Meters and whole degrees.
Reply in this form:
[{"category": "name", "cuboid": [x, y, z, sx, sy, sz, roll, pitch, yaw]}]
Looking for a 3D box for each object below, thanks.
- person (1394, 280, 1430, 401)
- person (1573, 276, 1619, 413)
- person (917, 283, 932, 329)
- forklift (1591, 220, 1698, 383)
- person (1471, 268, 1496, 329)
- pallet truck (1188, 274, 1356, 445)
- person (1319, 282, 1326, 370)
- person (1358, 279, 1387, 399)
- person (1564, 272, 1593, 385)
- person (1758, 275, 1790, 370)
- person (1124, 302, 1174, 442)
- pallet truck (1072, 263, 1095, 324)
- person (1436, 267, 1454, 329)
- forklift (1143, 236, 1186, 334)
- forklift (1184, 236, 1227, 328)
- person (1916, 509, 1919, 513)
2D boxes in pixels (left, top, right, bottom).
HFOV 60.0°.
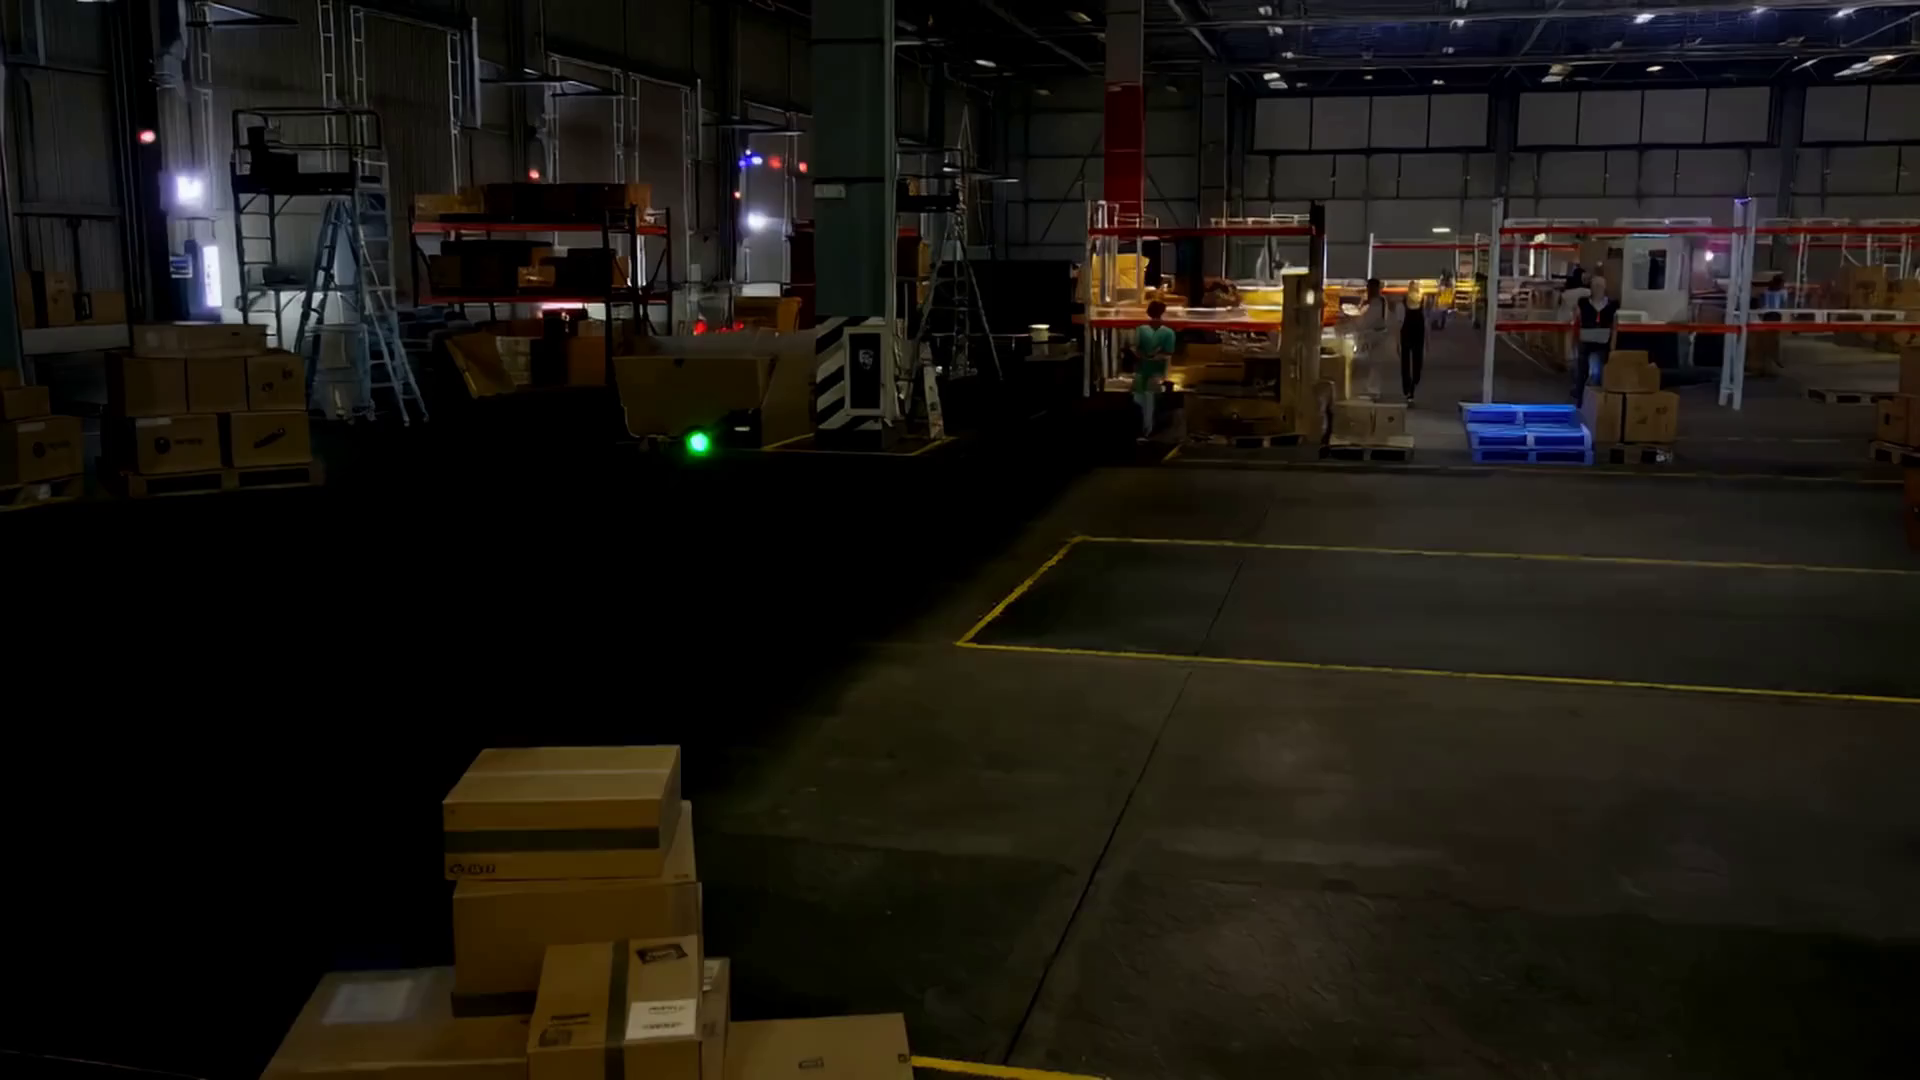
[{"category": "person", "cuboid": [6.866, -3.029, 25.296, 0.526, 1.830, 0.400, 2, 10, 13]}, {"category": "person", "cuboid": [8.905, -2.736, 23.346, 0.591, 1.916, 0.383, 1, 10, 8]}, {"category": "person", "cuboid": [-1.020, -7.366, 50.582, 0.544, 1.930, 0.389, -4, 11, -24]}, {"category": "forklift", "cuboid": [11.760, -4.076, 28.402, 1.873, 2.768, 1.129, -9, 13, -44]}, {"category": "person", "cuboid": [16.209, -7.395, 50.944, 1.018, 1.881, 0.616, -5, 11, -25]}, {"category": "pallet truck", "cuboid": [3.653, -2.138, 19.590, 1.885, 1.965, 0.823, -4, 10, -20]}, {"category": "person", "cuboid": [6.878, -4.126, 32.065, 0.485, 1.739, 0.320, -9, 13, -42]}, {"category": "person", "cuboid": [6.362, -3.095, 25.689, 0.429, 1.839, 0.634, 4, 10, 22]}, {"category": "person", "cuboid": [10.638, -3.605, 28.420, 0.438, 1.928, 0.652, -3, 10, -17]}, {"category": "person", "cuboid": [15.919, -4.259, 32.562, 0.633, 1.844, 0.951, 1, 10, 7]}, {"category": "person", "cuboid": [2.279, -2.010, 19.793, 0.595, 1.662, 0.617, 4, 11, 24]}, {"category": "pallet truck", "cuboid": [4.325, -8.180, 55.162, 0.823, 1.965, 1.885, 6, 11, 31]}, {"category": "person", "cuboid": [14.763, -7.378, 50.720, 0.544, 1.902, 0.446, 9, 13, 41]}, {"category": "forklift", "cuboid": [5.410, -7.233, 46.992, 1.873, 2.768, 1.129, 2, 10, 14]}, {"category": "forklift", "cuboid": [7.088, -7.818, 50.436, 1.873, 2.768, 1.129, -2, 10, -12]}, {"category": "person", "cuboid": [8.480, -1.091, 13.756, 0.827, 1.891, 0.652, 7, 12, 35]}]
